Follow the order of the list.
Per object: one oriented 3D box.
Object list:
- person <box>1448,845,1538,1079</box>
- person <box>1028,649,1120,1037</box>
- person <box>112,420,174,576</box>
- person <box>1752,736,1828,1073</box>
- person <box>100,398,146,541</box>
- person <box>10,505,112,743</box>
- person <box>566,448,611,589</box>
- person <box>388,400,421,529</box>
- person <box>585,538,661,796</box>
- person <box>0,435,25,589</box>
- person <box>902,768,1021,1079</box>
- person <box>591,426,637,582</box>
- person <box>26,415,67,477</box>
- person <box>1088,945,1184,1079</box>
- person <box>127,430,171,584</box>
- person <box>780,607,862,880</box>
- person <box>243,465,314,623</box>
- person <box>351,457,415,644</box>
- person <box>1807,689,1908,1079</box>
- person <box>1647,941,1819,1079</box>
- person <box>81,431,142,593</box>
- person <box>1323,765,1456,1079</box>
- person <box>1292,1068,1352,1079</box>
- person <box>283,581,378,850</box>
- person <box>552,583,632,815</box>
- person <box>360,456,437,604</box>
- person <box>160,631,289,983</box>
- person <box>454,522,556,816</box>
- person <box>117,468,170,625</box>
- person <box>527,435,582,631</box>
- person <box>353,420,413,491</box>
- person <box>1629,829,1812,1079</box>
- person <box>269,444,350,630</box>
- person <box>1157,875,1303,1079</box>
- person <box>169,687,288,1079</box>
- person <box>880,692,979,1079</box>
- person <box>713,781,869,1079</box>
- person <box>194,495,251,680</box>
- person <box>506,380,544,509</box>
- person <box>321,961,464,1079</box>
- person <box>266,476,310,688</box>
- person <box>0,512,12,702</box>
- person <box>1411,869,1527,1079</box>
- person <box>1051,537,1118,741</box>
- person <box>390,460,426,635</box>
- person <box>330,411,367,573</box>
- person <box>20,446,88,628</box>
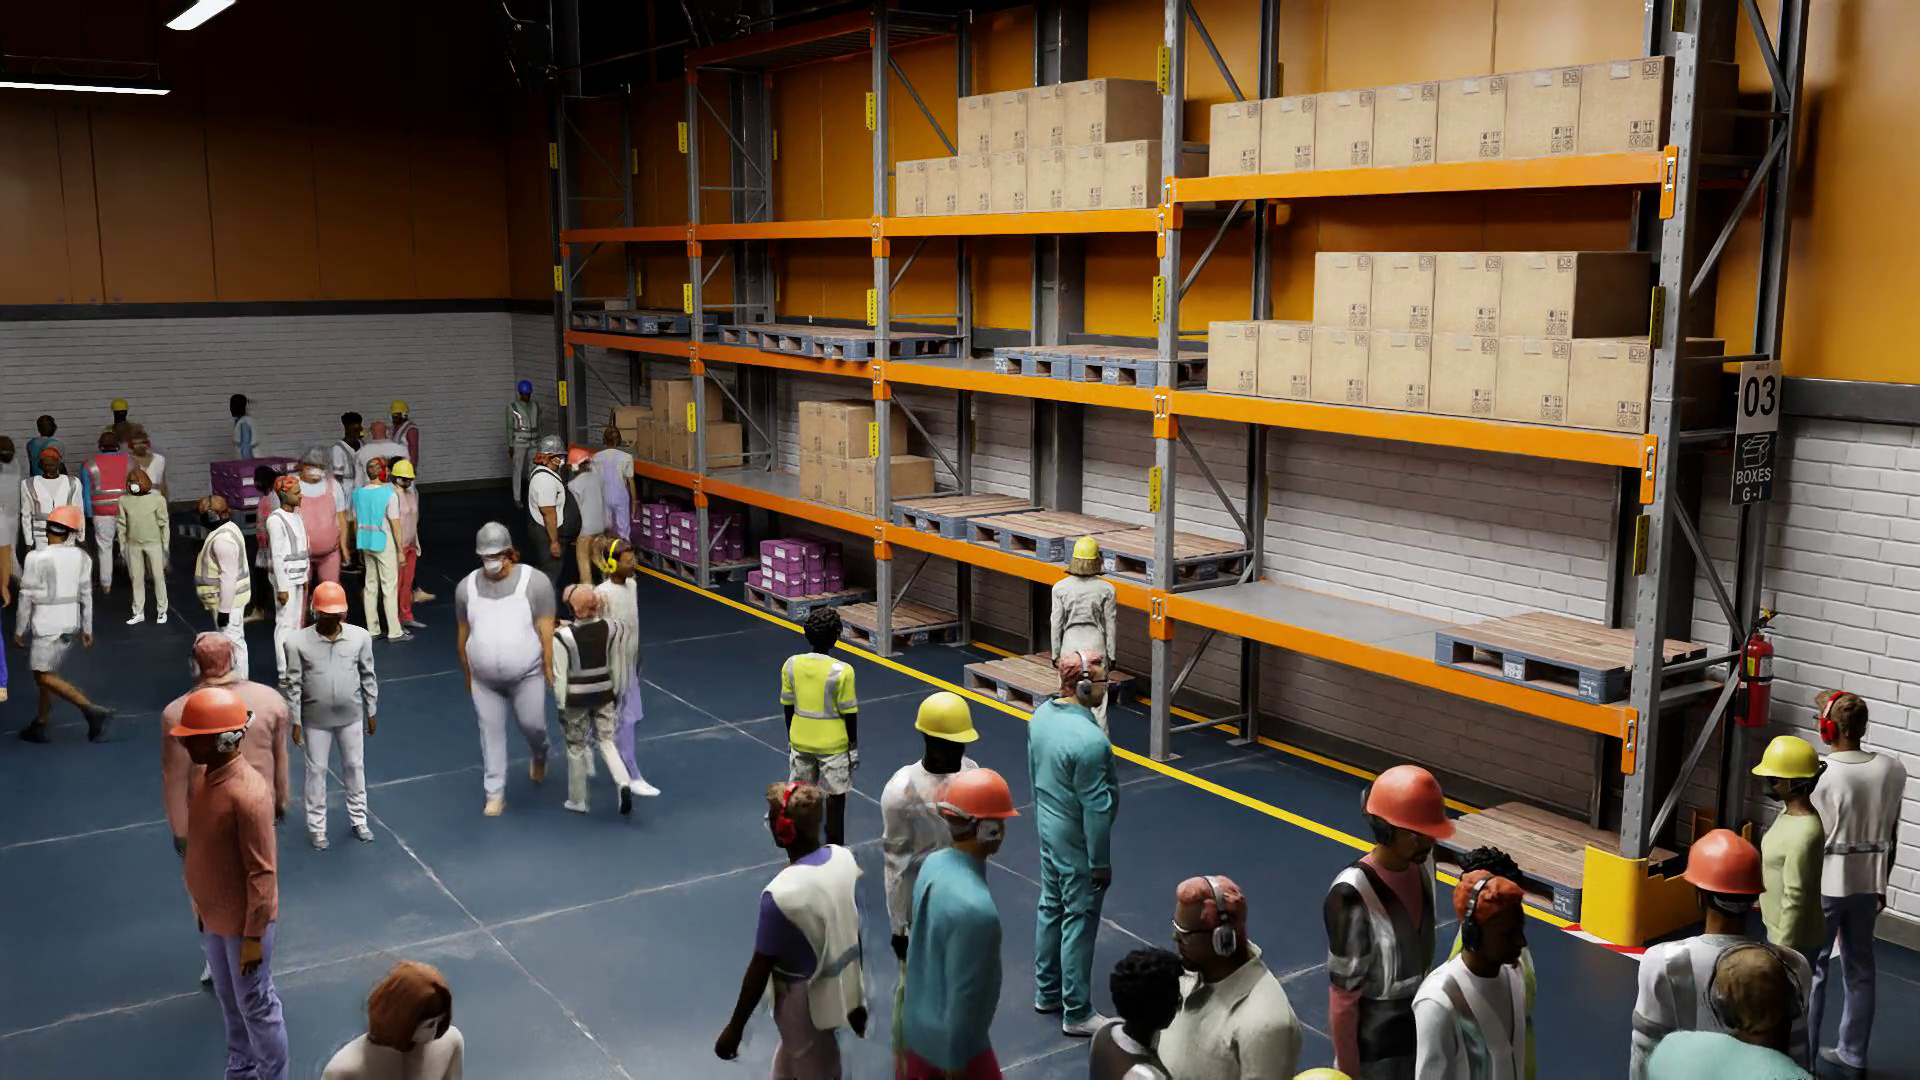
[{"bbox_3d":[1.929,1.935,6.090,0.319,1.694,0.532,0,10,1],"label":"person"},{"bbox_3d":[0.587,1.470,8.181,0.404,1.906,0.651,-4,10,-22],"label":"person"},{"bbox_3d":[-9.793,-0.484,19.746,1.062,1.890,0.641,2,10,13],"label":"person"},{"bbox_3d":[3.570,1.708,7.219,0.341,1.760,0.525,4,10,23],"label":"person"},{"bbox_3d":[-11.153,-0.932,22.222,0.365,1.928,0.585,8,12,39],"label":"person"},{"bbox_3d":[-7.033,0.671,12.998,0.774,1.865,0.574,2,10,13],"label":"person"},{"bbox_3d":[-4.037,-0.142,18.182,0.580,1.728,0.571,5,11,28],"label":"person"},{"bbox_3d":[-7.773,-1.053,23.242,0.403,1.825,0.596,-9,13,-44],"label":"person"},{"bbox_3d":[-2.455,0.886,11.782,0.681,1.852,0.519,4,10,20],"label":"person"},{"bbox_3d":[-11.056,-0.337,19.148,0.895,1.799,0.541,5,11,27],"label":"person"},{"bbox_3d":[-0.102,1.806,6.149,0.966,1.943,0.624,-4,10,-21],"label":"person"},{"bbox_3d":[-4.032,-0.412,19.411,0.514,1.844,0.328,0,10,-1],"label":"person"},{"bbox_3d":[-11.402,-0.646,20.828,0.502,1.836,0.342,1,10,8],"label":"person"},{"bbox_3d":[0.529,2.083,5.218,0.322,1.690,0.536,-2,10,-13],"label":"person"},{"bbox_3d":[-9.411,-0.357,19.155,0.399,1.830,0.603,9,13,43],"label":"person"},{"bbox_3d":[-0.838,1.247,10.104,0.539,1.695,0.319,6,11,30],"label":"person"},{"bbox_3d":[-7.069,0.036,17.336,0.839,1.661,0.525,-5,11,-29],"label":"person"},{"bbox_3d":[-5.712,0.107,16.354,0.563,1.847,0.392,4,11,24],"label":"person"},{"bbox_3d":[4.026,1.599,7.624,0.560,1.838,0.393,-1,10,-7],"label":"person"},{"bbox_3d":[2.215,2.072,4.658,0.494,1.906,0.686,-5,11,-29],"label":"person"},{"bbox_3d":[-9.611,-0.318,18.911,0.637,1.834,0.432,-6,12,-33],"label":"person"},{"bbox_3d":[1.546,1.785,5.982,0.411,2.032,0.611,9,13,44],"label":"person"},{"bbox_3d":[0.910,2.204,4.370,0.320,1.738,0.484,3,10,15],"label":"person"},{"bbox_3d":[-4.032,1.119,10.719,0.568,1.744,0.349,-6,11,-32],"label":"person"},{"bbox_3d":[-2.488,1.092,11.224,0.524,1.621,0.612,-8,12,-38],"label":"person"},{"bbox_3d":[-6.210,-0.100,18.165,0.885,1.639,0.544,1,10,7],"label":"person"},{"bbox_3d":[-3.797,1.401,8.637,0.650,1.885,0.446,-7,12,-37],"label":"person"},{"bbox_3d":[-3.136,0.836,11.512,0.697,2.000,0.732,-1,10,-3],"label":"person"},{"bbox_3d":[-8.447,0.066,17.223,0.507,1.631,0.266,-1,10,-6],"label":"person"},{"bbox_3d":[-4.082,-0.061,16.778,0.535,2.000,0.682,-3,10,-17],"label":"person"},{"bbox_3d":[-6.831,-0.467,19.683,0.662,1.874,0.673,-1,10,-8],"label":"person"},{"bbox_3d":[2.493,1.909,5.542,0.544,1.930,0.387,1,10,6],"label":"person"},{"bbox_3d":[-6.325,0.038,16.194,0.731,2.000,0.604,-7,12,-34],"label":"person"},{"bbox_3d":[0.802,1.975,5.270,0.400,1.894,0.653,-3,10,-17],"label":"person"},{"bbox_3d":[-3.129,1.602,7.148,0.378,1.995,0.612,-9,13,-44],"label":"person"},{"bbox_3d":[-0.092,1.602,7.380,0.397,1.920,0.586,8,13,41],"label":"person"},{"bbox_3d":[-0.683,1.813,6.471,0.960,1.792,0.569,4,10,21],"label":"person"},{"bbox_3d":[-6.155,0.531,13.908,0.430,1.836,0.624,-4,10,-21],"label":"person"},{"bbox_3d":[-6.576,-1.454,25.225,0.610,1.946,0.405,-9,13,-42],"label":"person"},{"bbox_3d":[-1.810,2.106,5.314,0.502,1.598,0.553,7,12,35],"label":"person"},{"bbox_3d":[-5.927,0.367,14.730,0.358,1.882,0.574,-1,10,-4],"label":"person"},{"bbox_3d":[-8.432,0.393,14.111,0.674,2.000,0.536,-3,10,-16],"label":"person"},{"bbox_3d":[1.632,1.966,5.345,0.357,1.881,0.574,9,13,42],"label":"person"},{"bbox_3d":[0.922,0.838,12.372,0.492,1.742,0.315,1,10,7],"label":"person"},{"bbox_3d":[-5.624,0.064,16.852,0.327,1.765,0.529,2,10,12],"label":"person"},{"bbox_3d":[-7.317,-0.577,20.069,0.376,1.958,0.599,2,10,14],"label":"person"},{"bbox_3d":[-9.224,-0.014,16.955,0.573,1.887,0.355,-6,12,-33],"label":"person"}]
